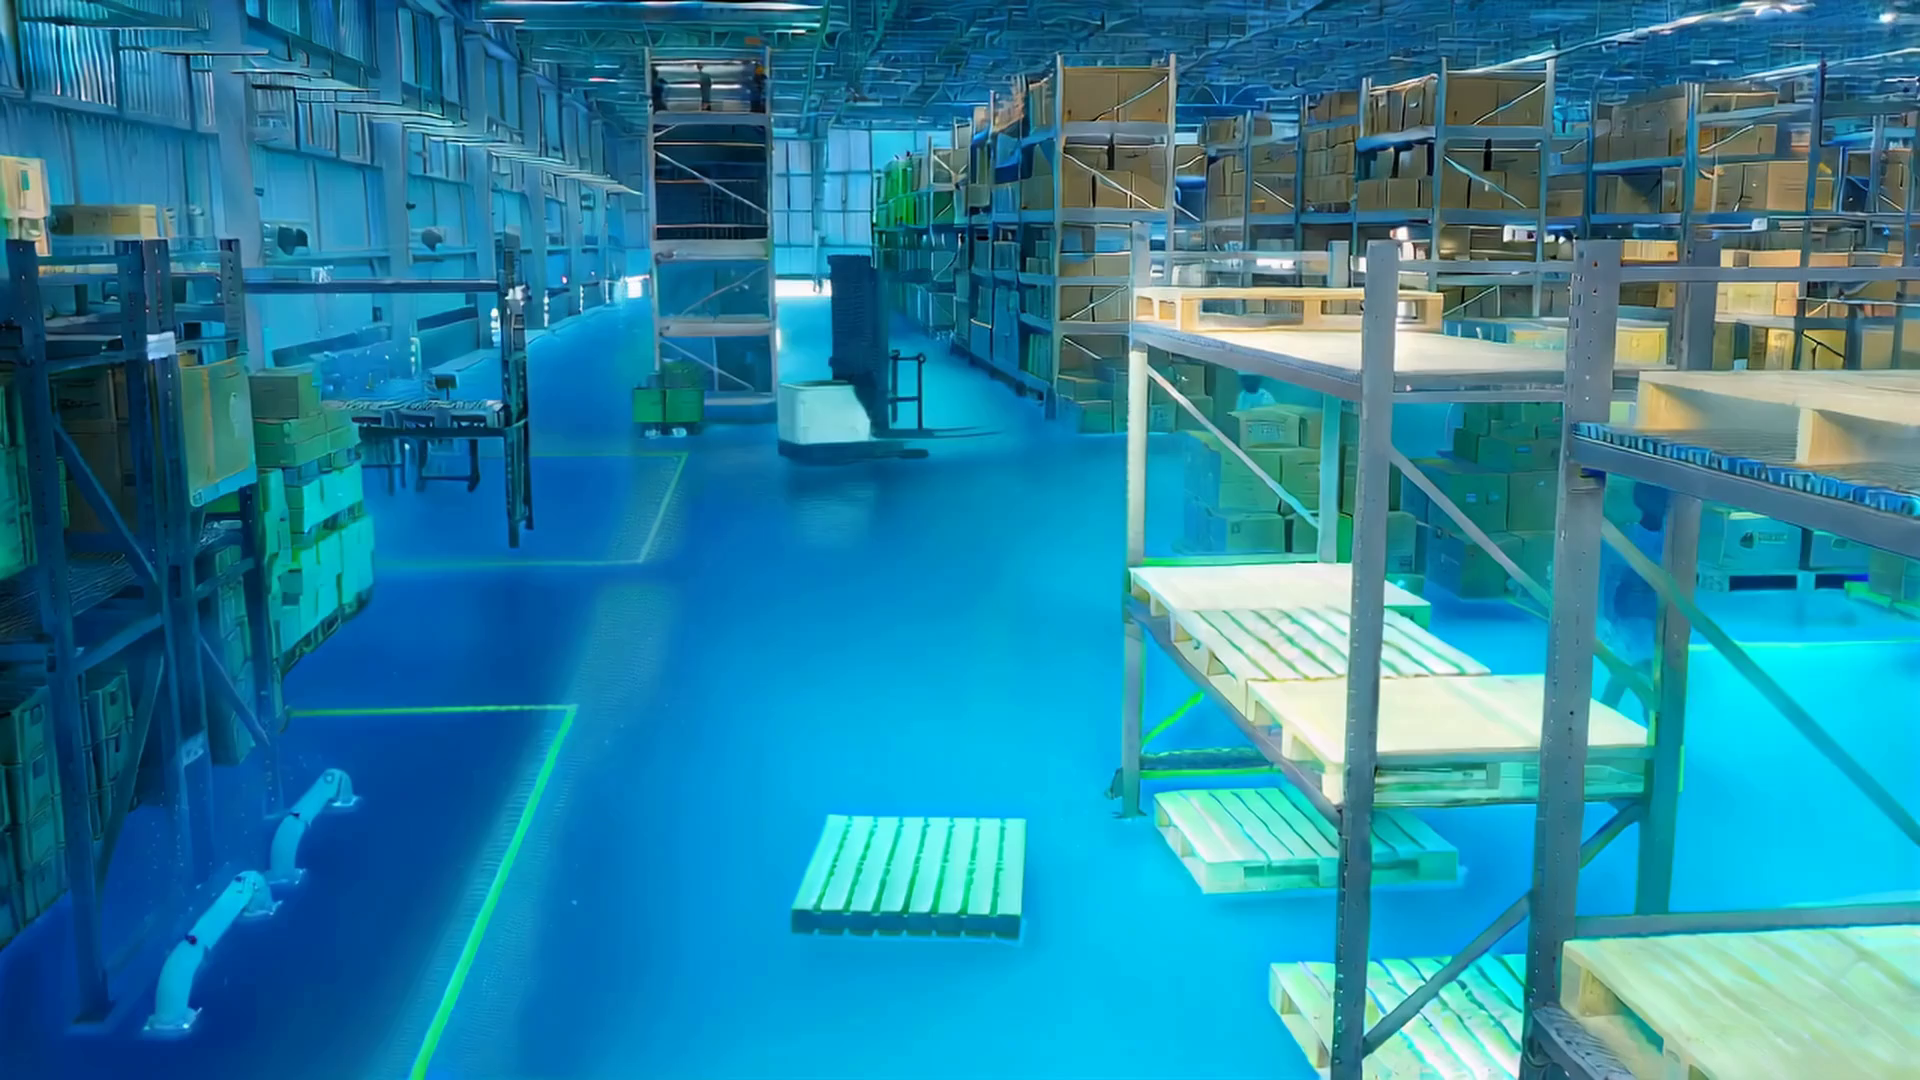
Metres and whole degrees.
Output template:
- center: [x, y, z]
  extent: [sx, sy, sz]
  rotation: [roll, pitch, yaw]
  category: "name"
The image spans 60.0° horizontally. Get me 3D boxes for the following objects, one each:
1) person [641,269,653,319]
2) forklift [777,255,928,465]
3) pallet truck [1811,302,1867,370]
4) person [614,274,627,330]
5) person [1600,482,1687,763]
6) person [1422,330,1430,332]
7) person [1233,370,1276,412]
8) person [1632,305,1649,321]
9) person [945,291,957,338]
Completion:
- center: [-12.080, -9.525, 64.449]
  extent: [0.403, 1.897, 0.654]
  rotation: [8, 13, 39]
  category: "person"
- center: [-1.513, -2.507, 22.825]
  extent: [1.873, 2.768, 1.129]
  rotation: [-4, 11, -21]
  category: "forklift"
- center: [15.846, -3.142, 28.793]
  extent: [1.885, 1.965, 0.823]
  rotation: [2, 10, 12]
  category: "pallet truck"
- center: [-11.448, -8.021, 56.098]
  extent: [0.407, 1.902, 0.638]
  rotation: [1, 10, 4]
  category: "person"
- center: [4.087, 0.436, 9.932]
  extent: [0.540, 1.652, 0.857]
  rotation: [-4, 11, -20]
  category: "person"
- center: [7.423, -2.562, 26.420]
  extent: [0.557, 1.682, 0.374]
  rotation: [-10, 14, -44]
  category: "person"
- center: [2.850, -0.866, 16.389]
  extent: [0.406, 1.916, 0.554]
  rotation: [-4, 11, -21]
  category: "person"
- center: [12.530, -3.418, 30.792]
  extent: [0.429, 1.836, 0.632]
  rotation: [-1, 10, -7]
  category: "person"
- center: [-0.158, -6.671, 49.060]
  extent: [0.455, 1.730, 0.500]
  rotation: [0, 10, 0]
  category: "person"
